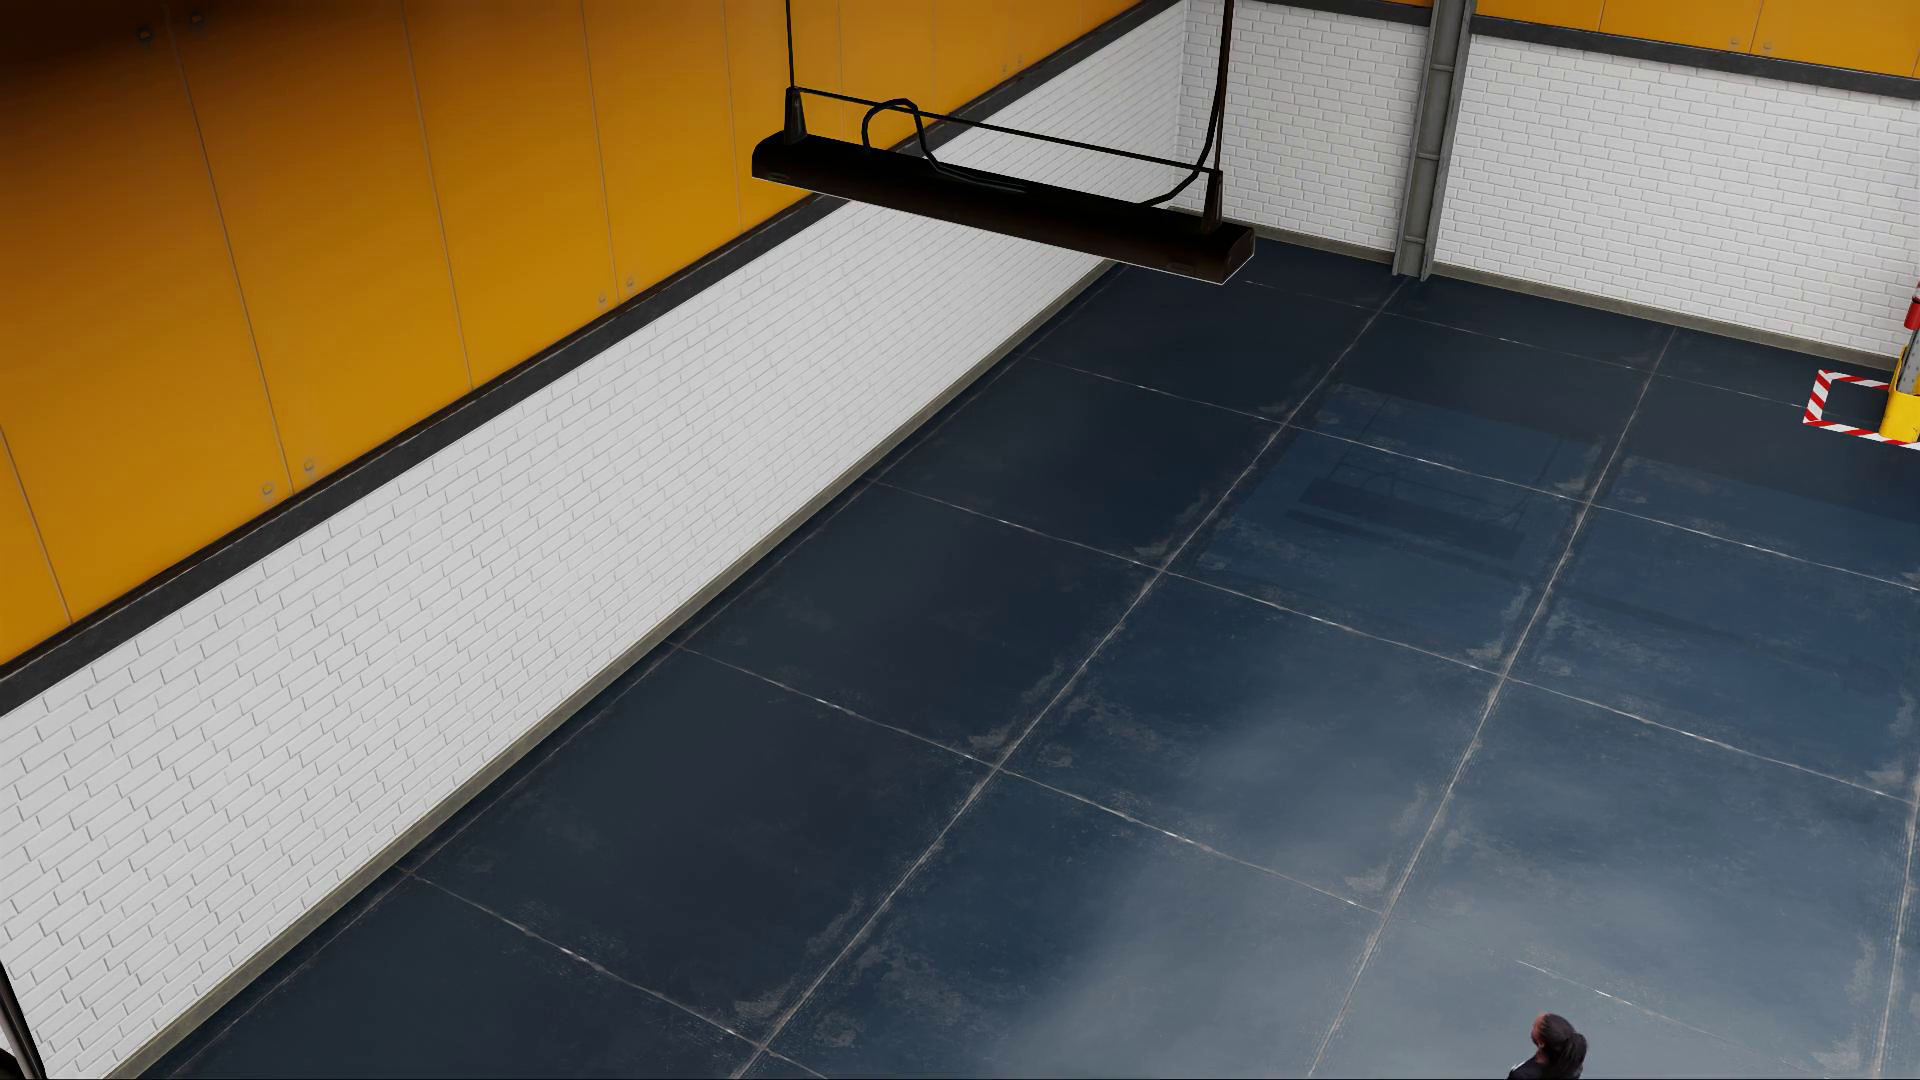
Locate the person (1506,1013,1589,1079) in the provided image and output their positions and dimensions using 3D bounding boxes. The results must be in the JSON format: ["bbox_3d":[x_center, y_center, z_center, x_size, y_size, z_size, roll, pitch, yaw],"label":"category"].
[{"bbox_3d":[2.986,3.114,8.771,0.713,1.730,0.737,-16,37,-22],"label":"person"}]
